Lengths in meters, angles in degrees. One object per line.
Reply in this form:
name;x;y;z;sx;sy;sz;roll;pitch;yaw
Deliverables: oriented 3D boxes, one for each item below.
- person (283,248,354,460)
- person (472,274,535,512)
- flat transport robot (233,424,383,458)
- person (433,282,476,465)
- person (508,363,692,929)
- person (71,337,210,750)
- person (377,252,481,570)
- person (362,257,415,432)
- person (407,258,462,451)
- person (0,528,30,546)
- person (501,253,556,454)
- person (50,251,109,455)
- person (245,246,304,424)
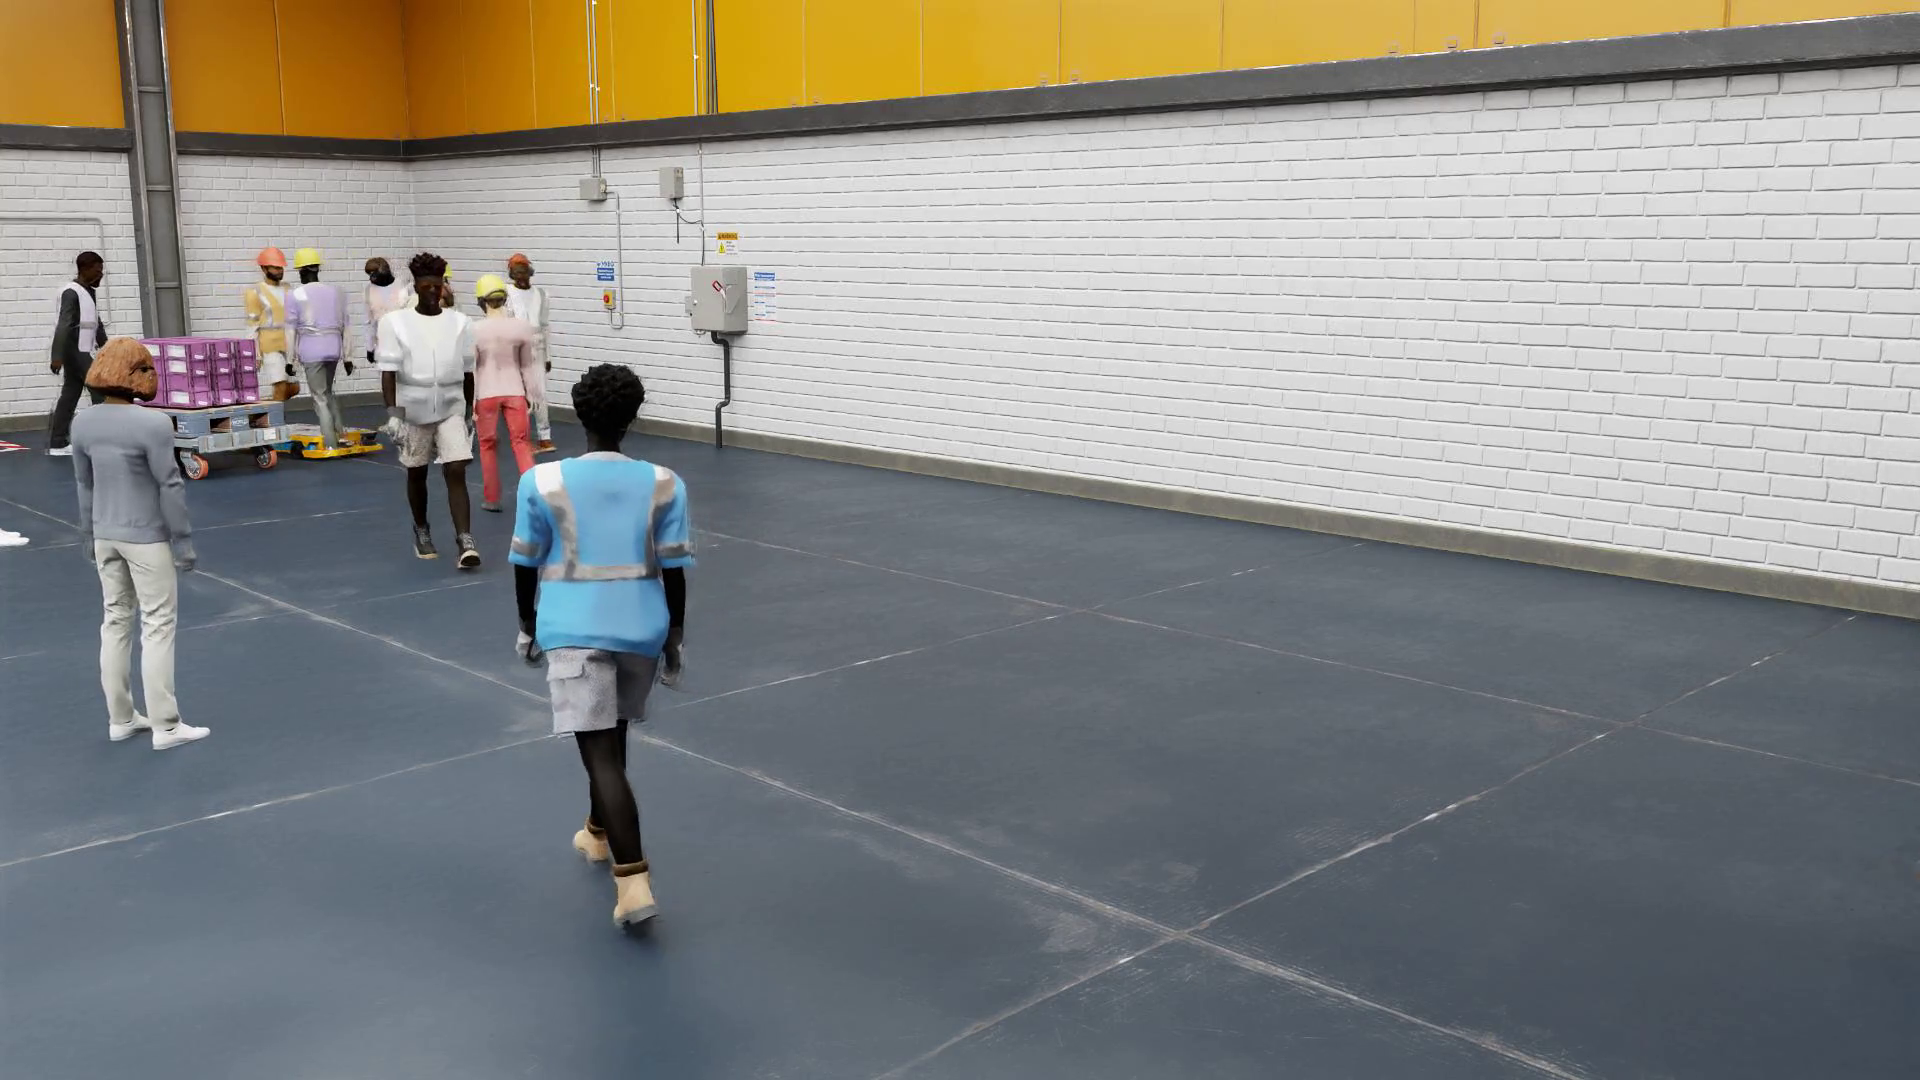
person;-5.808;-1.669;15.008;0.504;1.905;0.581;7;12;32
person;-3.301;-1.035;11.971;0.531;1.744;0.721;-6;12;-31
flat transport robot;-6.123;-0.931;15.448;1.431;0.197;0.652;6;12;29
person;-4.580;-1.510;14.940;0.504;1.610;0.694;4;11;23
person;-1.056;0.298;5.010;0.527;1.650;0.892;-6;12;-31
person;-3.272;0.013;6.605;0.497;1.630;0.279;4;11;22
person;-3.212;-0.778;10.128;0.608;1.911;1.017;-5;12;-27
person;-5.734;-1.993;17.087;0.776;1.804;0.436;0;10;1
person;-4.752;-1.696;15.415;0.646;1.807;0.623;5;12;27
person;-6.380;-0.890;10.862;0.331;1.872;0.513;-7;13;-35
person;-3.999;-1.711;15.388;0.595;1.857;0.510;-9;14;-40
person;-7.987;-1.697;15.250;0.888;1.863;0.650;-3;11;-16
person;-6.573;-1.840;15.914;0.694;1.924;0.560;5;12;26
